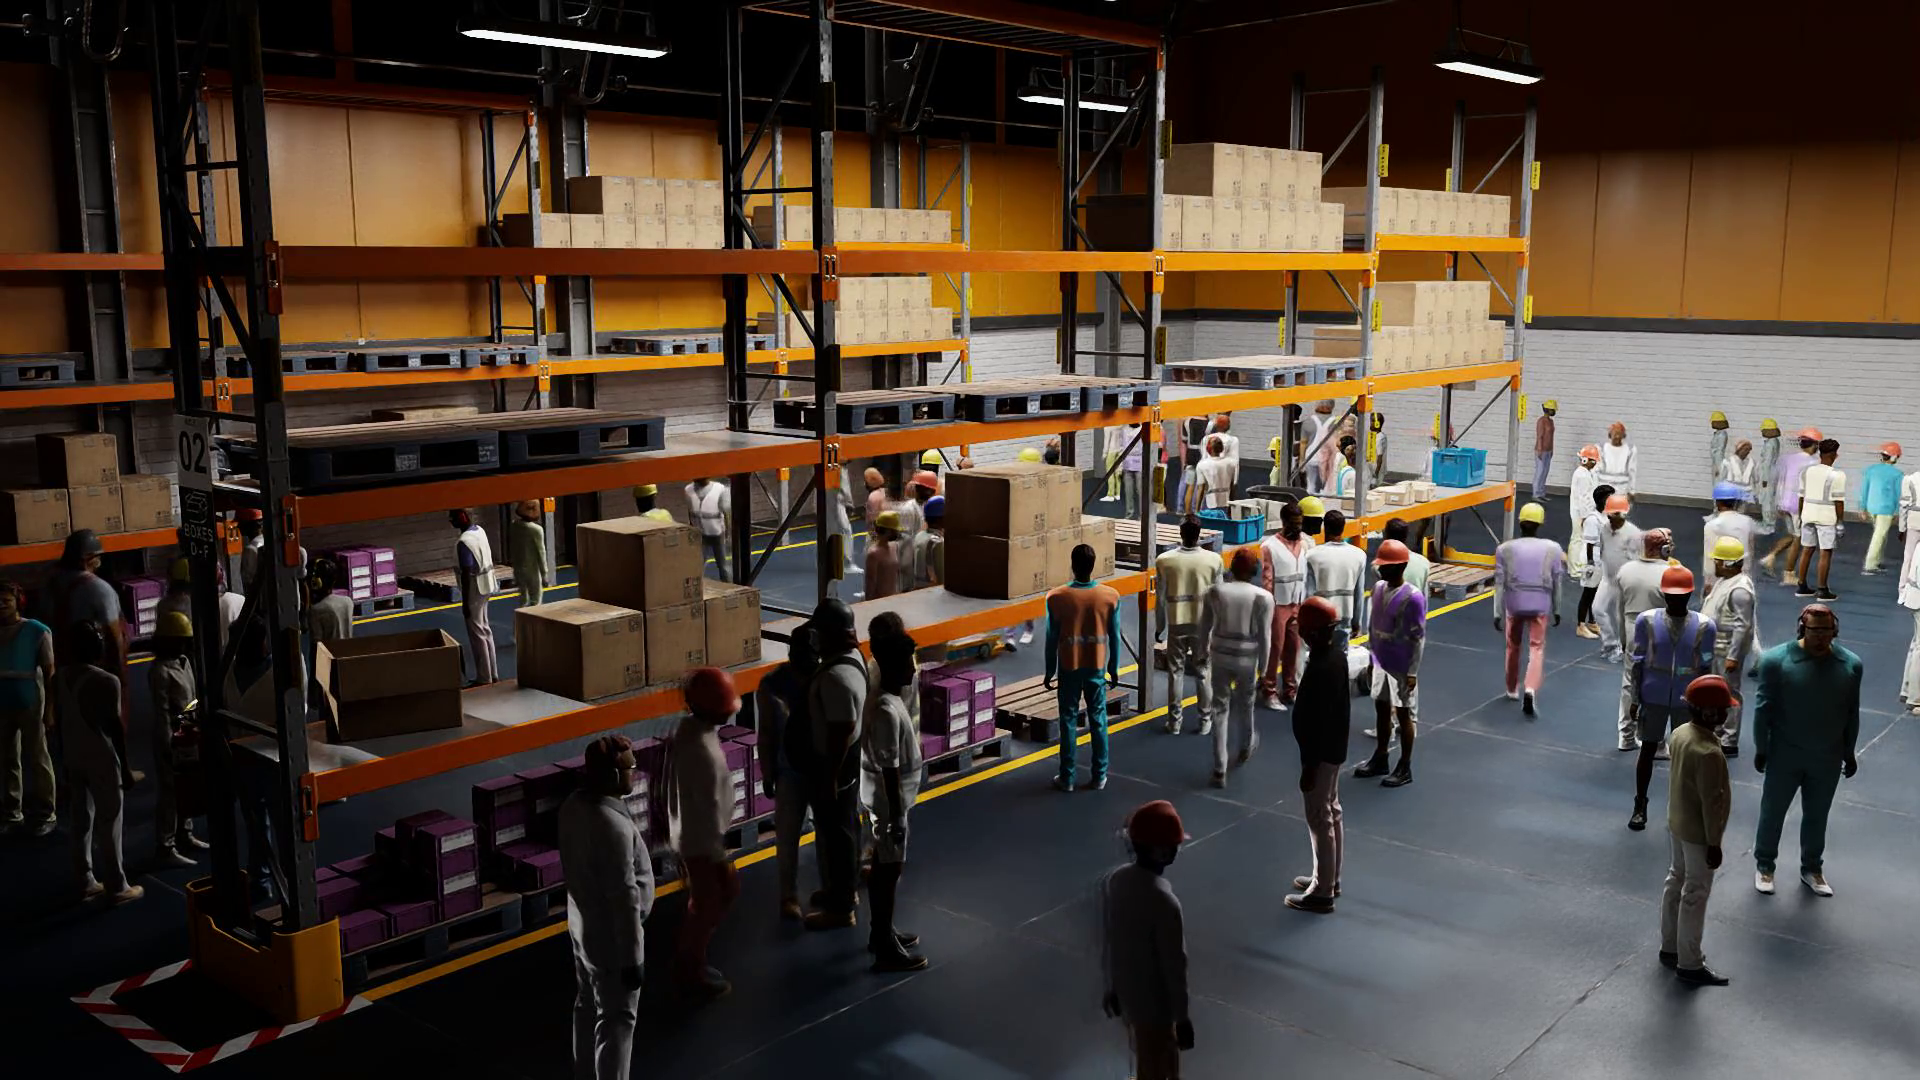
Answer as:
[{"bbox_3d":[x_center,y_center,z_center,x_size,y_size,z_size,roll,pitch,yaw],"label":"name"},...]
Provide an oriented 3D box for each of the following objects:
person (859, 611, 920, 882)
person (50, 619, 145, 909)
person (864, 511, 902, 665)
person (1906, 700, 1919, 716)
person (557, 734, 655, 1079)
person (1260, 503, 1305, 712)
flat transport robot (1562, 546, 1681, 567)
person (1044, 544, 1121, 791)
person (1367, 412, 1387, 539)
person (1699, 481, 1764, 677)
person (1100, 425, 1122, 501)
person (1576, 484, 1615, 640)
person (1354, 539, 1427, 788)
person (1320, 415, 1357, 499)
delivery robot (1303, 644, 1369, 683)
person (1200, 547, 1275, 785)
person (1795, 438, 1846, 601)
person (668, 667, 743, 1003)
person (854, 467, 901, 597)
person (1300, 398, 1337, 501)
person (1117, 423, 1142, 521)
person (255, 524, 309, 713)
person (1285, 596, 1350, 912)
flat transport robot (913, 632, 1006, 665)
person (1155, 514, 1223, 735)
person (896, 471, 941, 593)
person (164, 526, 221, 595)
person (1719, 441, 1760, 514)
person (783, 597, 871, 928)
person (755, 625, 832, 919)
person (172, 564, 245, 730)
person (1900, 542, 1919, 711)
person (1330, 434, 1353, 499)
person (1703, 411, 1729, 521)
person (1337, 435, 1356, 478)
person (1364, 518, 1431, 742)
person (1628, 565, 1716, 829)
[{"bbox_3d":[-0.500,1.338,11.004,0.453,1.807,0.724,-1,10,-8],"label":"person"},{"bbox_3d":[-5.446,1.409,10.475,0.502,1.840,0.346,3,10,17],"label":"person"},{"bbox_3d":[-0.719,0.588,15.629,0.382,1.752,0.581,4,10,25],"label":"person"},{"bbox_3d":[8.787,0.647,14.906,0.363,1.881,0.584,4,10,20],"label":"person"},{"bbox_3d":[-1.612,1.834,7.738,0.402,1.906,0.652,-6,11,-33],"label":"person"},{"bbox_3d":[2.944,0.600,15.108,0.594,1.910,0.389,-7,12,-35],"label":"person"},{"bbox_3d":[8.811,0.216,22.271,1.431,0.197,0.652,1,10,3],"label":"flat transport robot"},{"bbox_3d":[0.940,0.982,12.786,0.598,1.917,0.378,-1,10,-8],"label":"person"},{"bbox_3d":[6.110,-0.947,24.469,0.329,1.865,0.515,3,10,16],"label":"person"},{"bbox_3d":[7.605,0.385,16.356,0.627,1.923,0.856,-3,10,-18],"label":"person"},{"bbox_3d":[2.578,-1.475,28.294,0.281,1.636,0.500,7,12,36],"label":"person"},{"bbox_3d":[6.884,0.230,17.960,0.322,1.689,0.531,9,13,43],"label":"person"},{"bbox_3d":[3.345,0.951,12.917,0.379,1.937,0.548,-5,11,-26],"label":"person"},{"bbox_3d":[5.597,-0.926,24.374,0.672,1.864,0.856,-1,10,-7],"label":"person"},{"bbox_3d":[3.530,1.142,15.618,0.707,0.478,0.477,-6,11,-32],"label":"delivery robot"},{"bbox_3d":[2.199,0.953,13.194,0.599,1.823,1.023,3,10,16],"label":"person"},{"bbox_3d":[10.370,-0.249,20.036,0.373,1.958,0.606,-4,10,-22],"label":"person"},{"bbox_3d":[-1.365,1.607,8.960,0.446,1.944,0.652,-3,10,-17],"label":"person"},{"bbox_3d":[-0.955,-0.083,20.041,0.625,1.609,0.514,3,10,15],"label":"person"},{"bbox_3d":[5.713,-1.298,26.036,0.699,2.000,0.929,4,10,21],"label":"person"},{"bbox_3d":[2.666,-1.102,25.241,0.638,1.916,0.407,7,12,38],"label":"person"},{"bbox_3d":[-6.068,0.666,14.863,0.509,1.860,0.334,0,10,-1],"label":"person"},{"bbox_3d":[2.248,1.335,10.460,0.391,1.990,0.622,4,10,23],"label":"person"},{"bbox_3d":[-0.198,1.101,16.985,0.652,0.197,1.431,9,13,43],"label":"flat transport robot"},{"bbox_3d":[1.967,0.729,14.298,0.587,1.920,0.393,1,10,8],"label":"person"},{"bbox_3d":[-0.437,0.226,17.409,0.843,1.879,0.649,3,10,20],"label":"person"},{"bbox_3d":[-7.054,0.677,15.318,0.537,1.688,0.339,0,10,2],"label":"person"},{"bbox_3d":[10.882,-0.616,23.296,0.523,1.593,0.859,1,10,5],"label":"person"},{"bbox_3d":[-0.814,1.348,10.236,0.539,2.000,0.689,0,10,2],"label":"person"},{"bbox_3d":[-0.950,1.428,10.373,0.631,1.841,0.429,-4,10,-21],"label":"person"},{"bbox_3d":[-5.653,1.045,12.626,0.379,1.844,0.570,8,12,38],"label":"person"},{"bbox_3d":[8.775,0.636,15.107,0.385,1.836,0.566,3,10,20],"label":"person"},{"bbox_3d":[5.439,-0.715,23.811,0.343,1.622,0.557,4,10,23],"label":"person"},{"bbox_3d":[11.856,-1.152,26.076,0.322,1.736,0.486,3,10,19],"label":"person"},{"bbox_3d":[5.354,-0.596,22.905,0.322,1.689,0.536,4,10,25],"label":"person"},{"bbox_3d":[3.720,0.765,14.121,0.607,1.908,0.404,-4,10,-24],"label":"person"},{"bbox_3d":[5.060,1.129,11.852,0.546,1.938,0.361,4,10,20],"label":"person"}]
